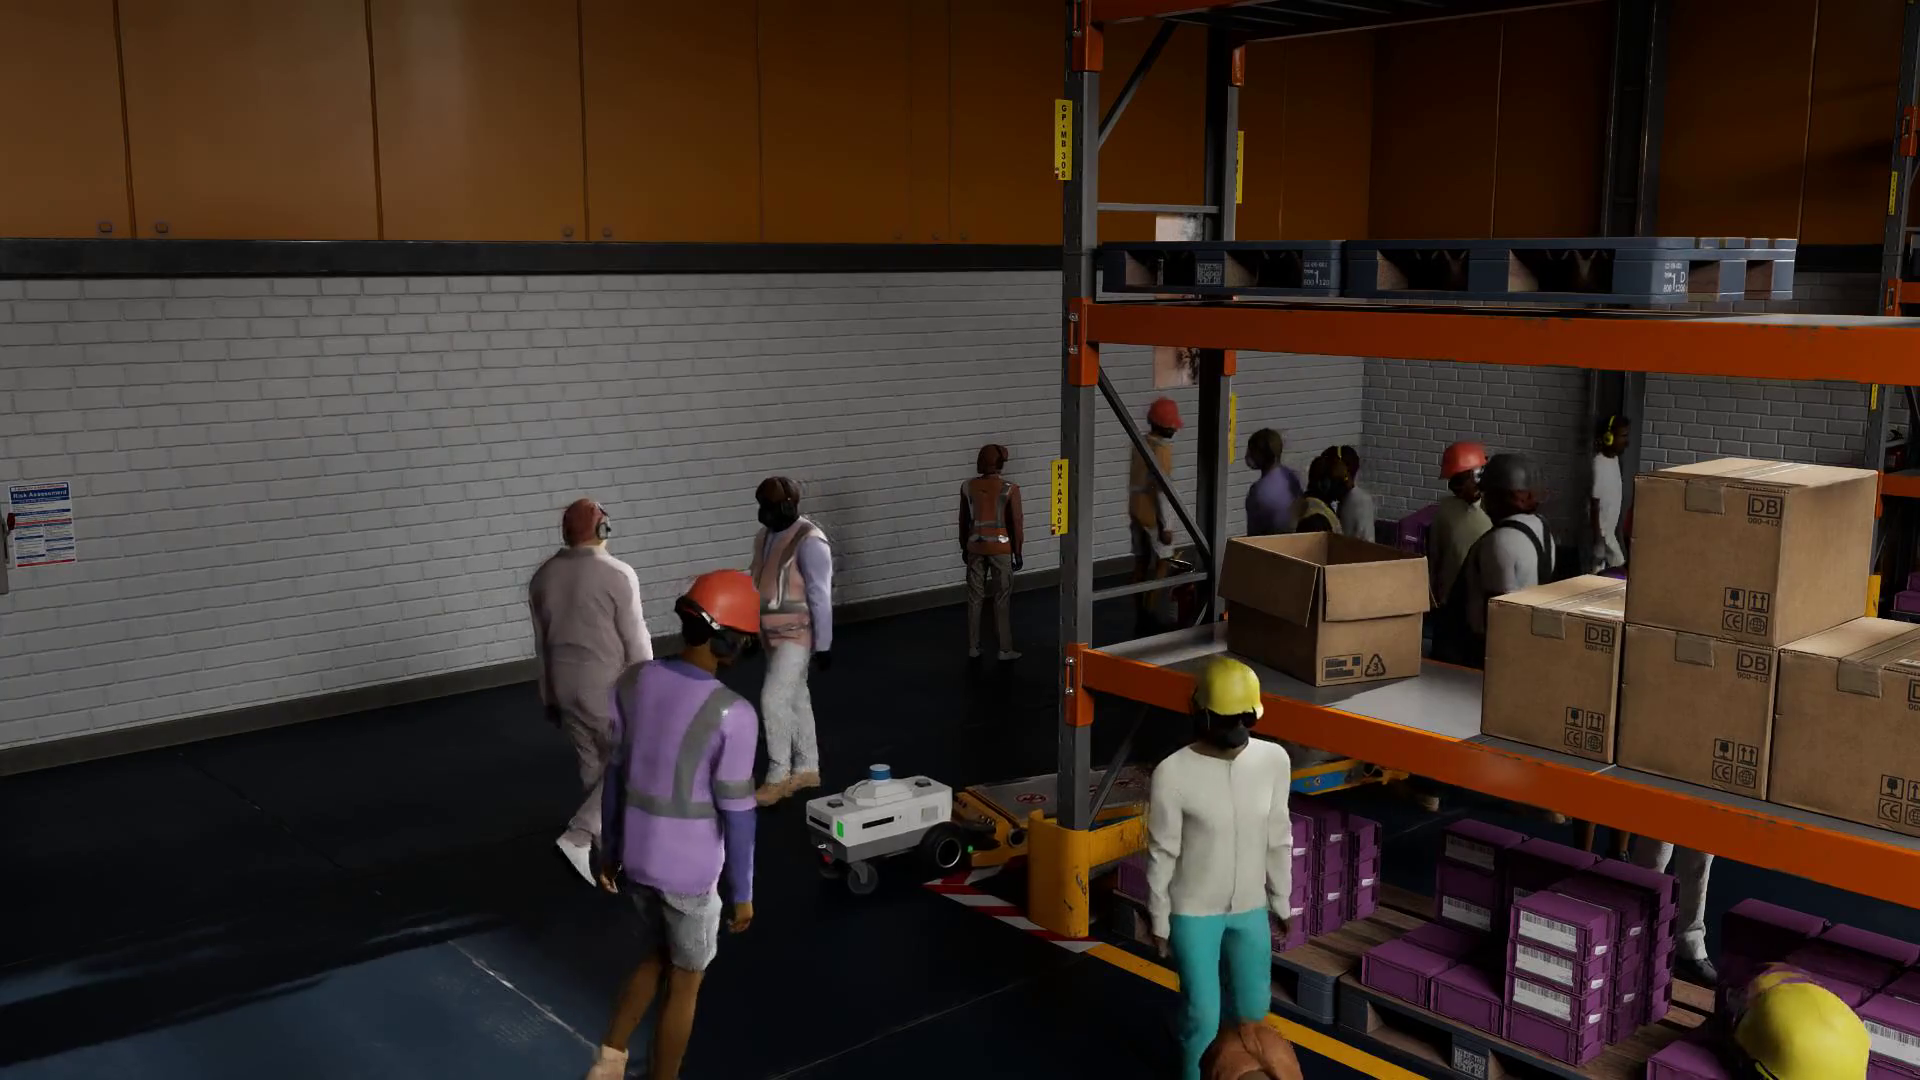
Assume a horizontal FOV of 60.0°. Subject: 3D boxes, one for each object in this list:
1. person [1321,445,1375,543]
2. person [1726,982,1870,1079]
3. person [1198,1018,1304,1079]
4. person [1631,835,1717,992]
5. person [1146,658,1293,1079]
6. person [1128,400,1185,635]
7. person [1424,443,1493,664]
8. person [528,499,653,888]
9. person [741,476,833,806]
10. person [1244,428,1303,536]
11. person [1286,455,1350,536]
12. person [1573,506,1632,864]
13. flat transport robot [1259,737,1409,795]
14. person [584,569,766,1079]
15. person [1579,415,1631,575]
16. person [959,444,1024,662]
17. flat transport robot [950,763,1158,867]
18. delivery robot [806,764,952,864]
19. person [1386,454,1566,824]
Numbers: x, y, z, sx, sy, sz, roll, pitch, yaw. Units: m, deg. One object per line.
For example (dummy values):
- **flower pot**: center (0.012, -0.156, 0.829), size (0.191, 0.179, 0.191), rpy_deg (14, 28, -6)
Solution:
- **person**: center (2.411, 0.296, 10.761), size (0.893, 1.826, 0.533), rpy_deg (4, 10, 20)
- **person**: center (1.558, 1.632, 3.311), size (0.535, 1.707, 0.941), rpy_deg (-1, 10, -5)
- **person**: center (0.534, 1.686, 3.217), size (0.522, 1.620, 0.446), rpy_deg (1, 10, 5)
- **person**: center (2.981, 0.945, 6.808), size (0.574, 1.883, 0.356), rpy_deg (-3, 10, -17)
- **person**: center (0.832, 1.213, 5.630), size (0.521, 1.746, 0.574), rpy_deg (-4, 10, -22)
- **person**: center (1.531, -0.176, 13.332), size (0.359, 1.908, 0.613), rpy_deg (-4, 10, -21)
- **person**: center (3.056, 0.396, 9.868), size (0.676, 1.946, 0.684), rpy_deg (8, 13, 40)
- **person**: center (-1.786, 0.749, 7.979), size (0.723, 1.872, 0.605), rpy_deg (6, 11, 31)
- **person**: center (-1.049, 0.557, 9.254), size (0.694, 1.818, 0.665), rpy_deg (-6, 12, -33)
- **person**: center (2.032, 0.204, 11.059), size (0.569, 1.913, 0.718), rpy_deg (7, 12, 37)
- **person**: center (2.209, 0.380, 10.309), size (0.434, 1.823, 0.626), rpy_deg (1, 10, 6)
- **person**: center (3.124, 0.760, 7.745), size (0.544, 1.933, 0.376), rpy_deg (-5, 11, -25)
- **flat transport robot**: center (1.807, 1.296, 9.467), size (1.431, 0.197, 0.652), rpy_deg (-6, 11, -30)
- **person**: center (-0.935, 1.090, 5.640), size (0.676, 1.995, 0.578), rpy_deg (8, 12, 38)
- **person**: center (4.885, -0.023, 12.550), size (0.385, 1.856, 0.559), rpy_deg (7, 12, 37)
- **person**: center (0.234, 0.099, 12.482), size (0.523, 1.636, 0.310), rpy_deg (5, 11, 27)
- **flat transport robot**: center (0.566, 1.420, 8.739), size (1.431, 0.197, 0.652), rpy_deg (-4, 11, -25)
- **delivery robot**: center (-0.391, 1.338, 8.113), size (0.707, 0.478, 0.477), rpy_deg (-7, 12, -36)
- **person**: center (2.859, 0.500, 8.951), size (0.827, 2.000, 0.699), rpy_deg (8, 13, 41)
